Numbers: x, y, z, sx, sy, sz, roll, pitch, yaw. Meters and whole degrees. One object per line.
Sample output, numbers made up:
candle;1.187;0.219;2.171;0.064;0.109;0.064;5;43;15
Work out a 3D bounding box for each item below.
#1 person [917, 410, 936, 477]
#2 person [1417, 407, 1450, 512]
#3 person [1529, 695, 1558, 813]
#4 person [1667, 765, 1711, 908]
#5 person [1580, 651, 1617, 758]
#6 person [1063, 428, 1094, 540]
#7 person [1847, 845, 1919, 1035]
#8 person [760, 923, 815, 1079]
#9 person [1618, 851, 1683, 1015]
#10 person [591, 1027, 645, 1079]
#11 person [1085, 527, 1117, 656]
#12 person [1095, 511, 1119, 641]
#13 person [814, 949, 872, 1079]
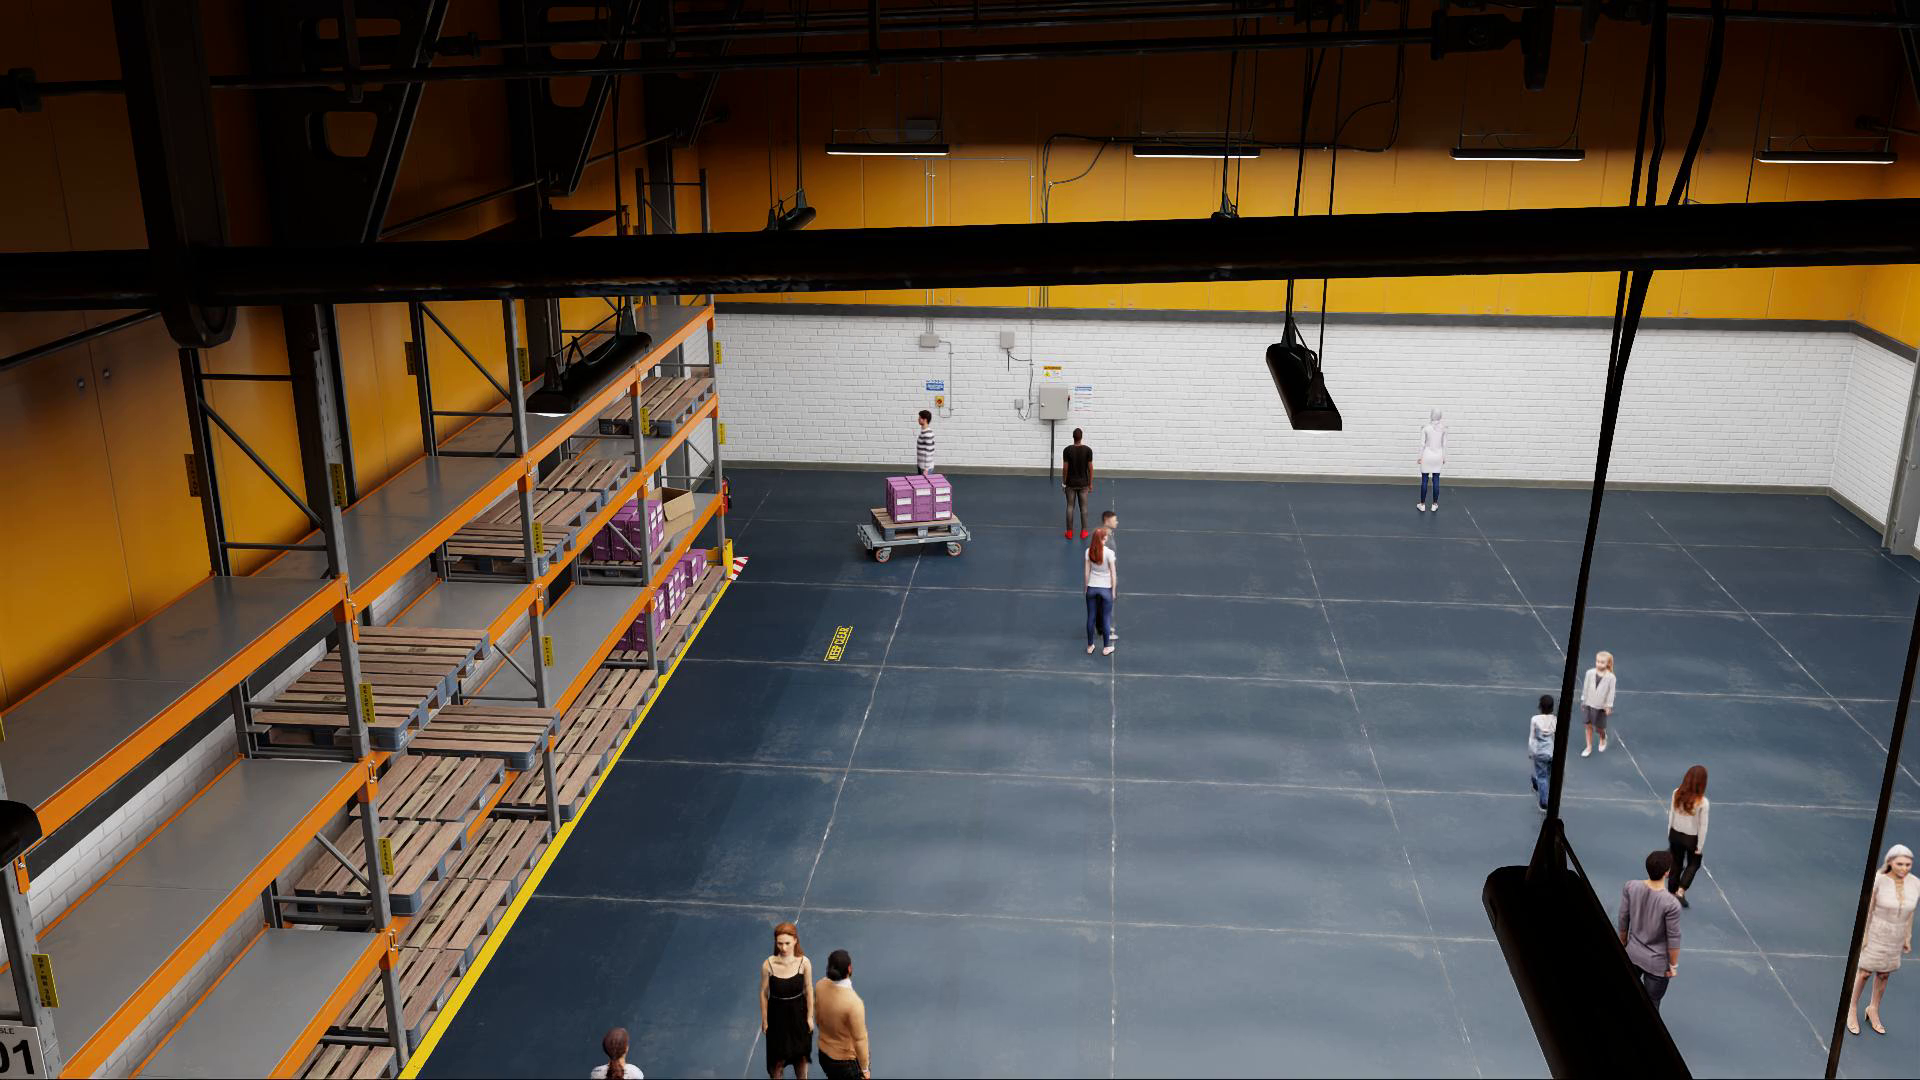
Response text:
person;-0.554;-1.244;27.391;0.763;1.854;0.570;-3;19;-10
person;7.909;-1.361;27.860;0.609;1.776;0.509;2;19;6
person;6.276;2.314;17.818;0.567;1.221;0.859;1;19;3
person;6.863;2.851;15.822;0.703;1.477;0.647;-16;24;-39
person;7.326;1.866;19.077;0.667;1.266;0.735;17;25;41
person;1.865;-0.907;26.466;0.639;1.806;0.530;1;19;2
person;7.743;3.343;13.956;0.606;1.736;0.559;0;19;1
person;-1.343;3.722;13.002;0.620;1.625;0.636;-3;19;-9
person;5.635;3.387;13.639;0.797;1.854;0.718;-13;23;-34
person;-2.404;4.205;11.738;0.571;1.517;1.070;2;19;7
person;1.831;0.668;21.896;0.622;1.737;0.610;7;20;20
person;1.977;0.460;22.476;0.688;1.761;0.487;0;19;-1
person;-0.941;3.878;12.366;1.031;1.736;0.963;-15;24;-38
